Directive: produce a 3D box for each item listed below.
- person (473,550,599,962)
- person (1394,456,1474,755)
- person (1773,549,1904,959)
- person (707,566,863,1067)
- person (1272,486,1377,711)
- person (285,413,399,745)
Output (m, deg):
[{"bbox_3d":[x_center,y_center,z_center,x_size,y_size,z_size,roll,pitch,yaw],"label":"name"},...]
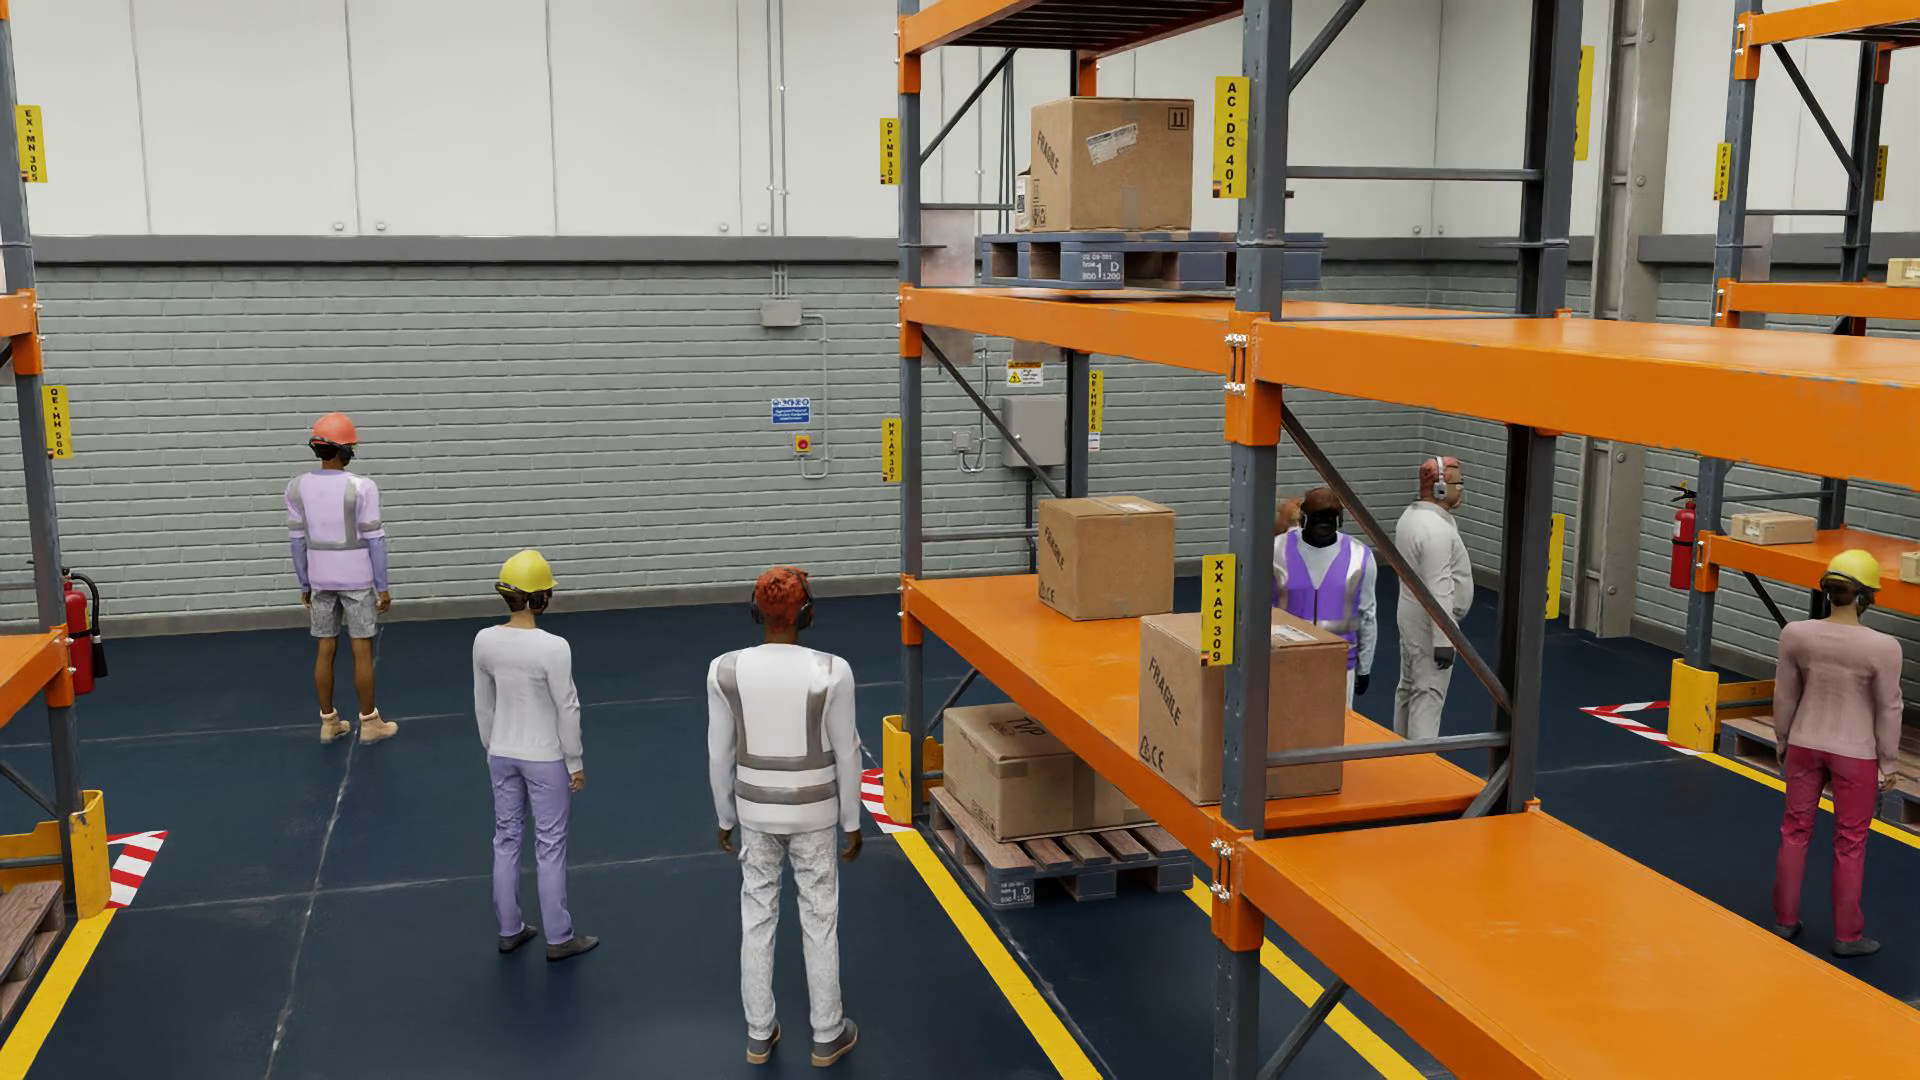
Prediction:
[{"bbox_3d":[-1.826,0.920,7.111,0.523,1.769,0.314,5,11,24],"label":"person"},{"bbox_3d":[2.611,0.488,9.171,0.407,1.910,0.639,0,10,0],"label":"person"},{"bbox_3d":[3.774,0.914,7.171,0.324,1.760,0.523,-8,13,-38],"label":"person"},{"bbox_3d":[-0.637,1.027,6.171,0.573,1.883,0.353,2,10,9],"label":"person"},{"bbox_3d":[1.827,0.630,8.590,0.627,1.837,0.429,2,10,11],"label":"person"},{"bbox_3d":[-3.775,0.243,10.178,0.608,2.044,0.370,1,10,8],"label":"person"}]
